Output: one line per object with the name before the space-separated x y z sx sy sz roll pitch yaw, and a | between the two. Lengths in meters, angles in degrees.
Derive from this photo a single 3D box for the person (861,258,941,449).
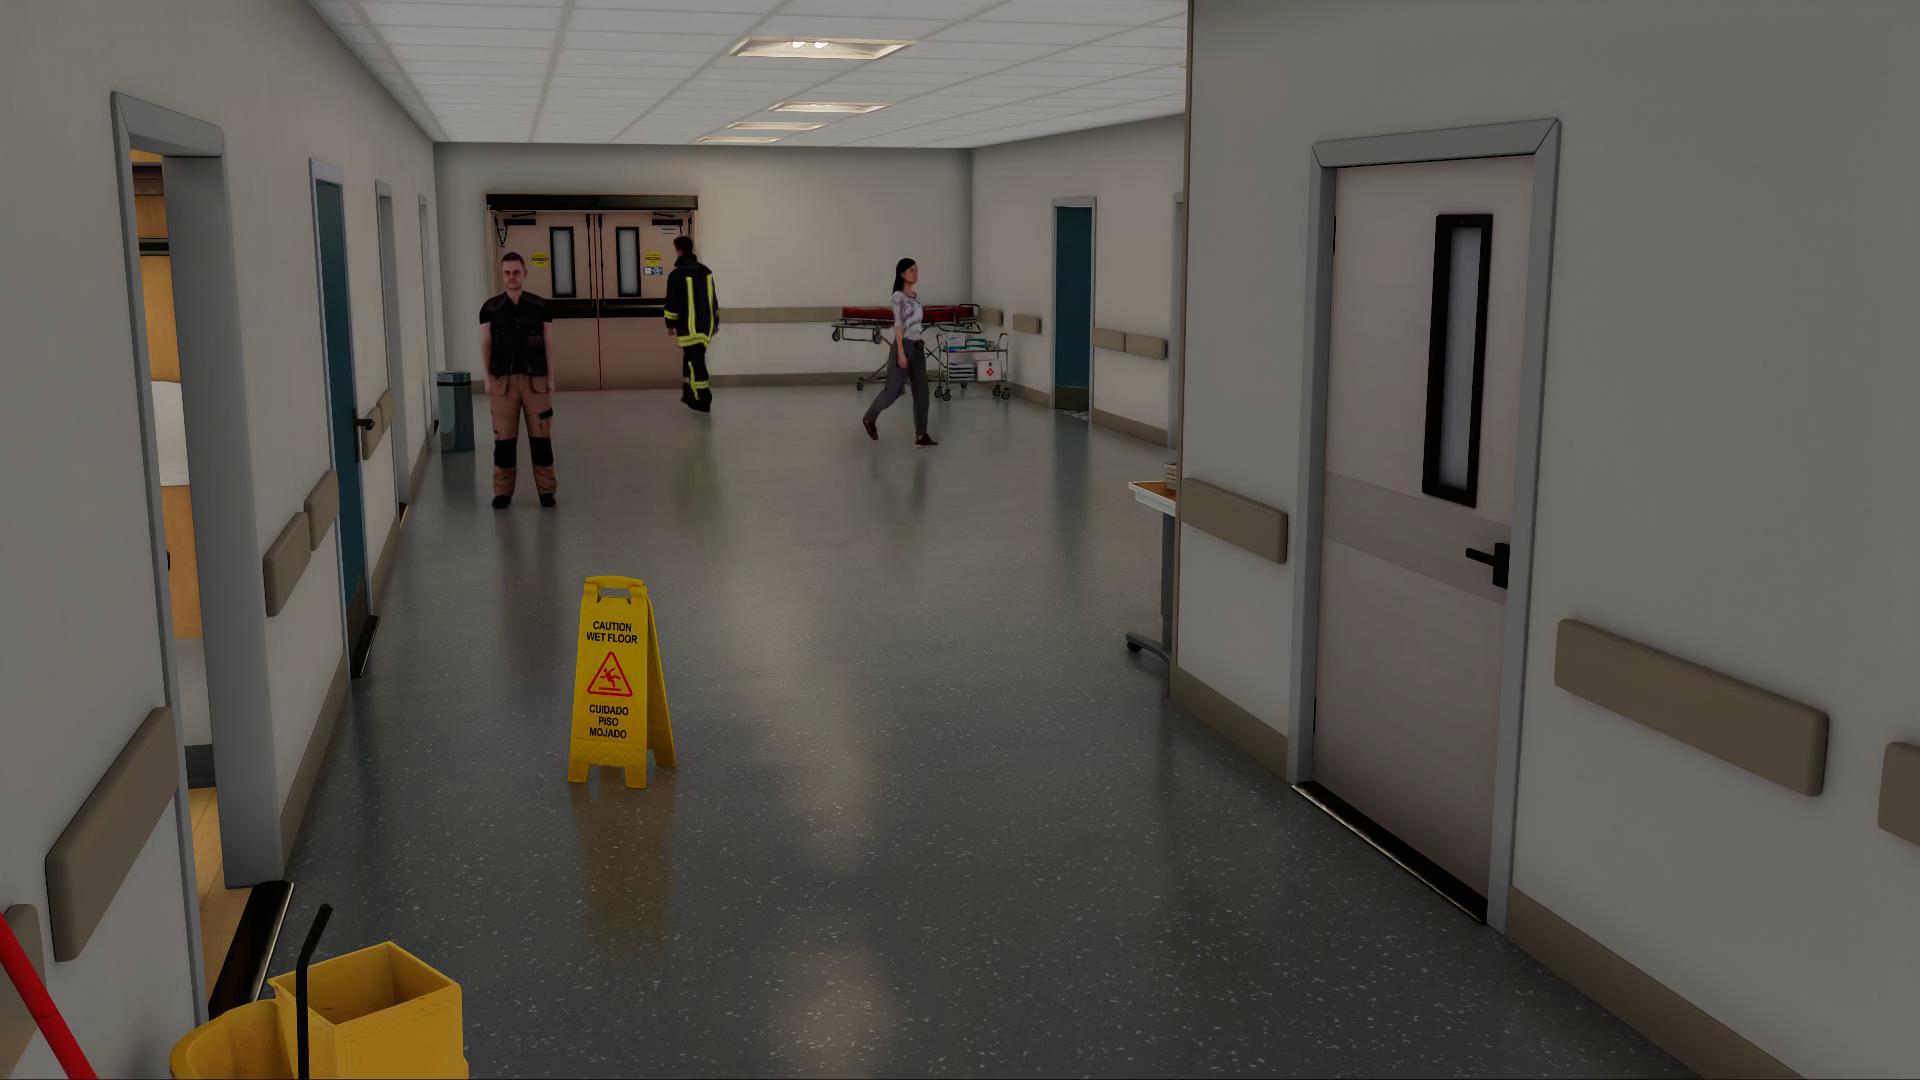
person | -0.570 -1.680 15.145 1.168 1.706 1.027 8 13 37

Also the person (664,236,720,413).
person | -2.846 -2.353 18.179 1.101 1.898 1.040 9 14 40

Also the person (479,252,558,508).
person | -3.198 -1.168 12.088 0.659 1.840 0.560 -3 11 -14
